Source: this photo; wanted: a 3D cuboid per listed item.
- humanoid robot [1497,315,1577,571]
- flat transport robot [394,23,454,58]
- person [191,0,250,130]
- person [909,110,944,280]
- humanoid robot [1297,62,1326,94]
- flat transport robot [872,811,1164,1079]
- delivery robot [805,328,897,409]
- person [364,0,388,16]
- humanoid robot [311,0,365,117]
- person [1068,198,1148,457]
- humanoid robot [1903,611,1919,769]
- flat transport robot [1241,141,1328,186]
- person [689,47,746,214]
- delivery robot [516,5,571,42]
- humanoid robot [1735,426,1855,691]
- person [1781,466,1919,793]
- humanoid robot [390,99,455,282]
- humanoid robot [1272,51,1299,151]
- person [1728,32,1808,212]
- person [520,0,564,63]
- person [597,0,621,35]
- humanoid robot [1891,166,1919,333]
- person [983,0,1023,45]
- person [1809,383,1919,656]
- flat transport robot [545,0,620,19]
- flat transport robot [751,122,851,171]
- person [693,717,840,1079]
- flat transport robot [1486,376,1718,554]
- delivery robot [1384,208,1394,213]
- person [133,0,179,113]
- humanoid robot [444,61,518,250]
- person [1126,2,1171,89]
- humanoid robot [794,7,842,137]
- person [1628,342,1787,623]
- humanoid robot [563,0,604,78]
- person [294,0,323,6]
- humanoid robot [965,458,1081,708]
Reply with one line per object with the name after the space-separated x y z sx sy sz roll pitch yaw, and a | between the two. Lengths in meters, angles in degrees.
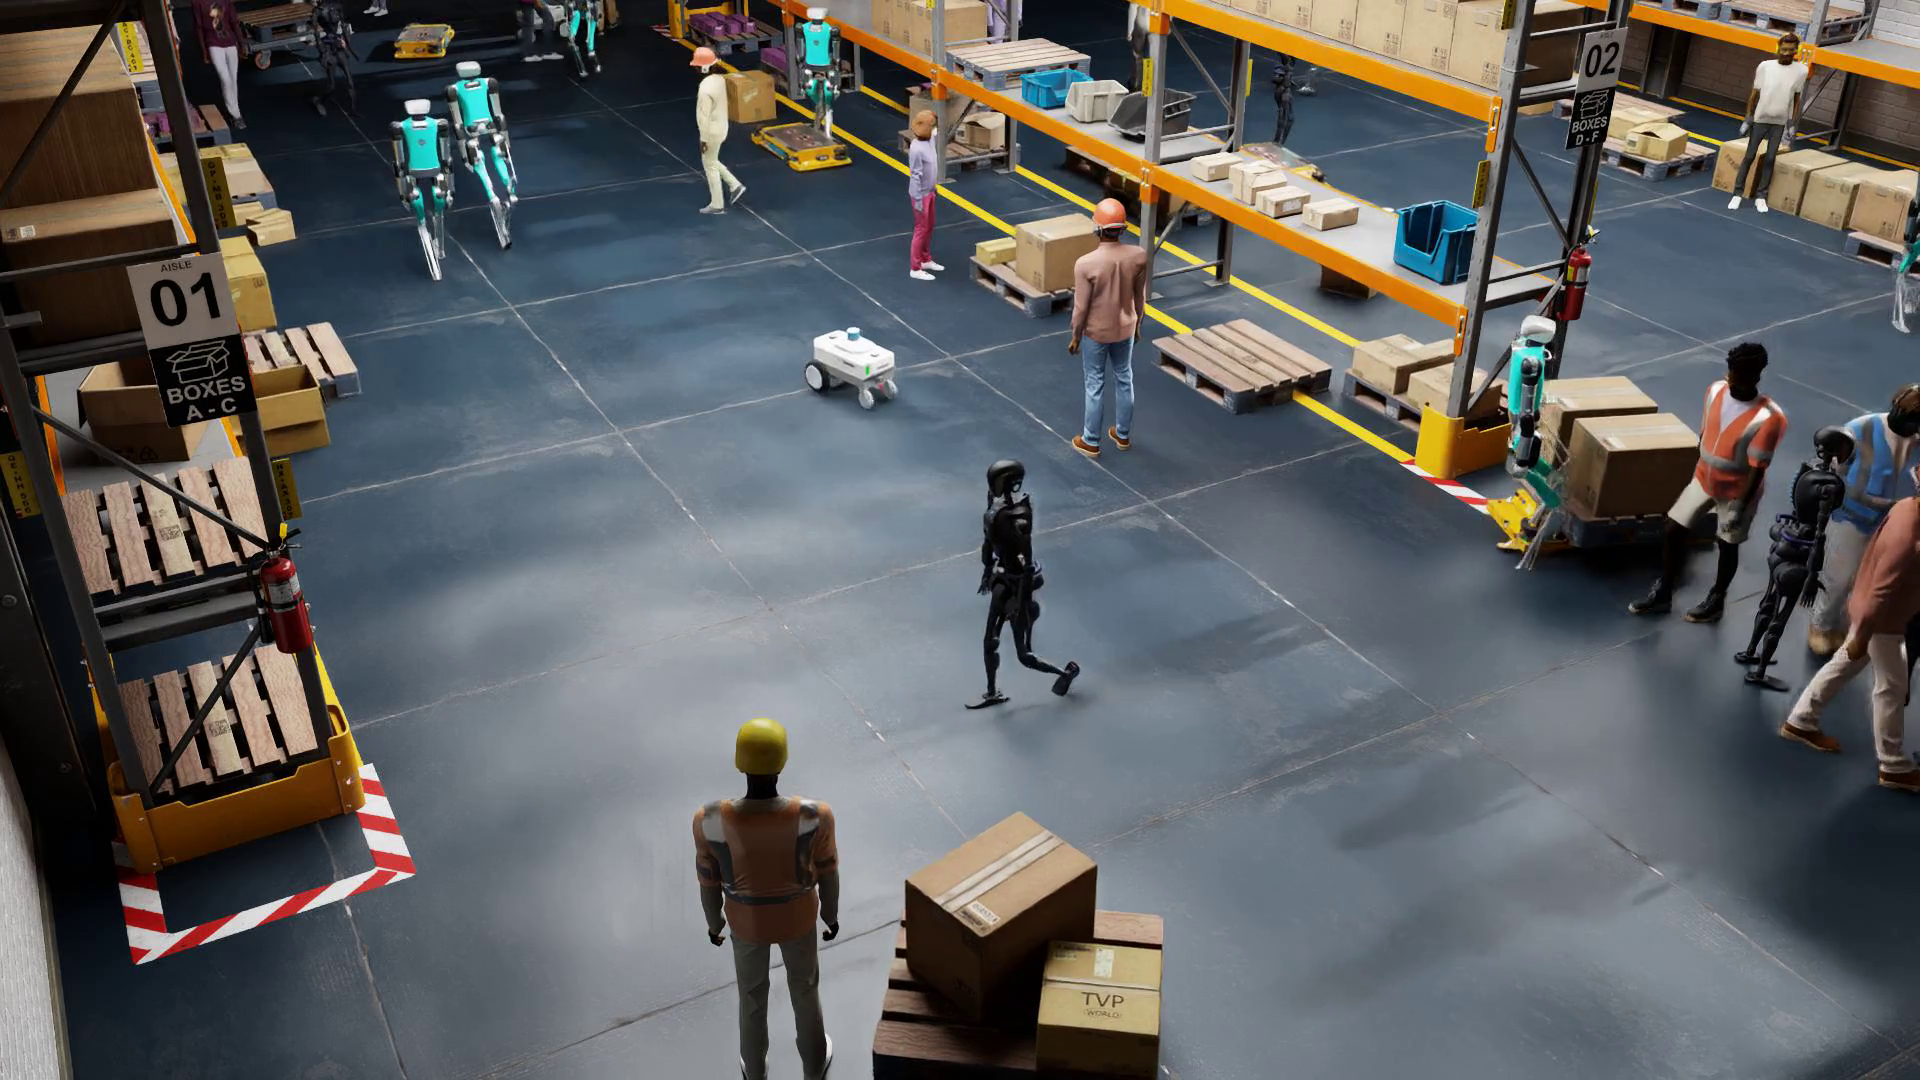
3.888 -0.618 11.003 0.687 1.786 0.535 5 30 9 | humanoid robot
-7.691 -7.170 23.891 0.659 0.231 1.431 -4 30 -7 | flat transport robot
-8.863 -5.955 20.107 0.795 1.925 0.520 25 38 36 | person
-0.337 -3.269 15.738 0.277 1.621 0.508 9 31 15 | person
4.566 -6.514 21.375 0.734 1.886 0.543 7 31 13 | humanoid robot
0.277 2.260 7.475 0.659 0.231 1.431 4 30 7 | flat transport robot
-0.882 -1.444 13.655 0.499 0.613 0.816 -26 39 -38 | delivery robot
-9.086 -8.903 25.535 0.281 1.633 0.498 -26 39 -37 | person
-7.801 -6.073 20.587 0.630 1.641 0.588 12 32 20 | humanoid robot
1.095 -1.574 12.419 0.608 1.995 0.377 -12 32 -20 | person
5.403 0.475 9.188 0.610 1.634 0.463 15 33 24 | humanoid robot
3.503 -4.189 18.702 0.659 0.231 1.431 -9 31 -16 | flat transport robot
-2.574 -4.264 17.359 0.422 1.737 0.567 3 30 6 | person
-6.093 -7.613 24.389 0.812 0.609 0.499 -18 35 -29 | delivery robot
4.960 0.078 9.845 0.315 1.657 0.599 7 31 12 | humanoid robot
5.080 0.415 8.996 0.797 1.963 0.635 15 33 25 | person
-5.101 -3.391 15.857 0.556 1.779 0.959 -11 32 -19 | humanoid robot
3.754 -5.234 19.099 0.333 1.648 0.609 7 31 12 | humanoid robot
8.479 -4.366 17.414 0.533 1.867 0.313 9 31 15 | person
-5.830 -7.522 22.938 0.668 1.822 0.537 -24 37 -35 | person
-5.274 -8.352 24.519 0.650 1.689 0.915 2 30 3 | person
8.624 -2.780 14.824 0.554 1.778 0.914 7 31 12 | humanoid robot
0.573 -6.764 21.554 0.643 1.900 0.402 -25 38 -36 | person
5.502 -0.095 10.017 0.658 1.822 0.523 2 30 4 | person
-6.007 -8.109 25.525 1.431 0.231 0.659 -12 32 -19 | flat transport robot
-1.870 -4.613 19.439 0.659 0.231 1.431 -15 33 -24 | flat transport robot
-0.795 1.566 7.021 0.586 1.927 0.367 -3 30 -5 | person
4.528 -0.176 11.715 1.431 0.231 0.659 -4 30 -6 | flat transport robot
4.158 -2.918 16.222 0.499 0.614 0.817 -10 31 -17 | delivery robot
-9.780 -5.927 20.067 0.658 1.927 0.437 -6 31 -11 | person
-4.647 -3.761 16.557 0.552 1.840 0.893 -18 34 -28 | humanoid robot
2.421 -6.639 21.387 0.604 1.844 0.980 -2 30 -4 | person
-1.580 -5.294 19.151 0.598 1.770 0.866 4 30 8 | humanoid robot
4.652 -0.313 10.282 0.732 1.929 0.607 -14 33 -23 | person
-5.013 -6.950 22.026 0.545 1.738 0.998 0 30 0 | humanoid robot
-9.784 -8.495 24.669 0.779 1.809 0.434 -13 32 -21 | person
0.365 0.240 9.594 0.633 1.632 0.593 -12 32 -20 | humanoid robot
